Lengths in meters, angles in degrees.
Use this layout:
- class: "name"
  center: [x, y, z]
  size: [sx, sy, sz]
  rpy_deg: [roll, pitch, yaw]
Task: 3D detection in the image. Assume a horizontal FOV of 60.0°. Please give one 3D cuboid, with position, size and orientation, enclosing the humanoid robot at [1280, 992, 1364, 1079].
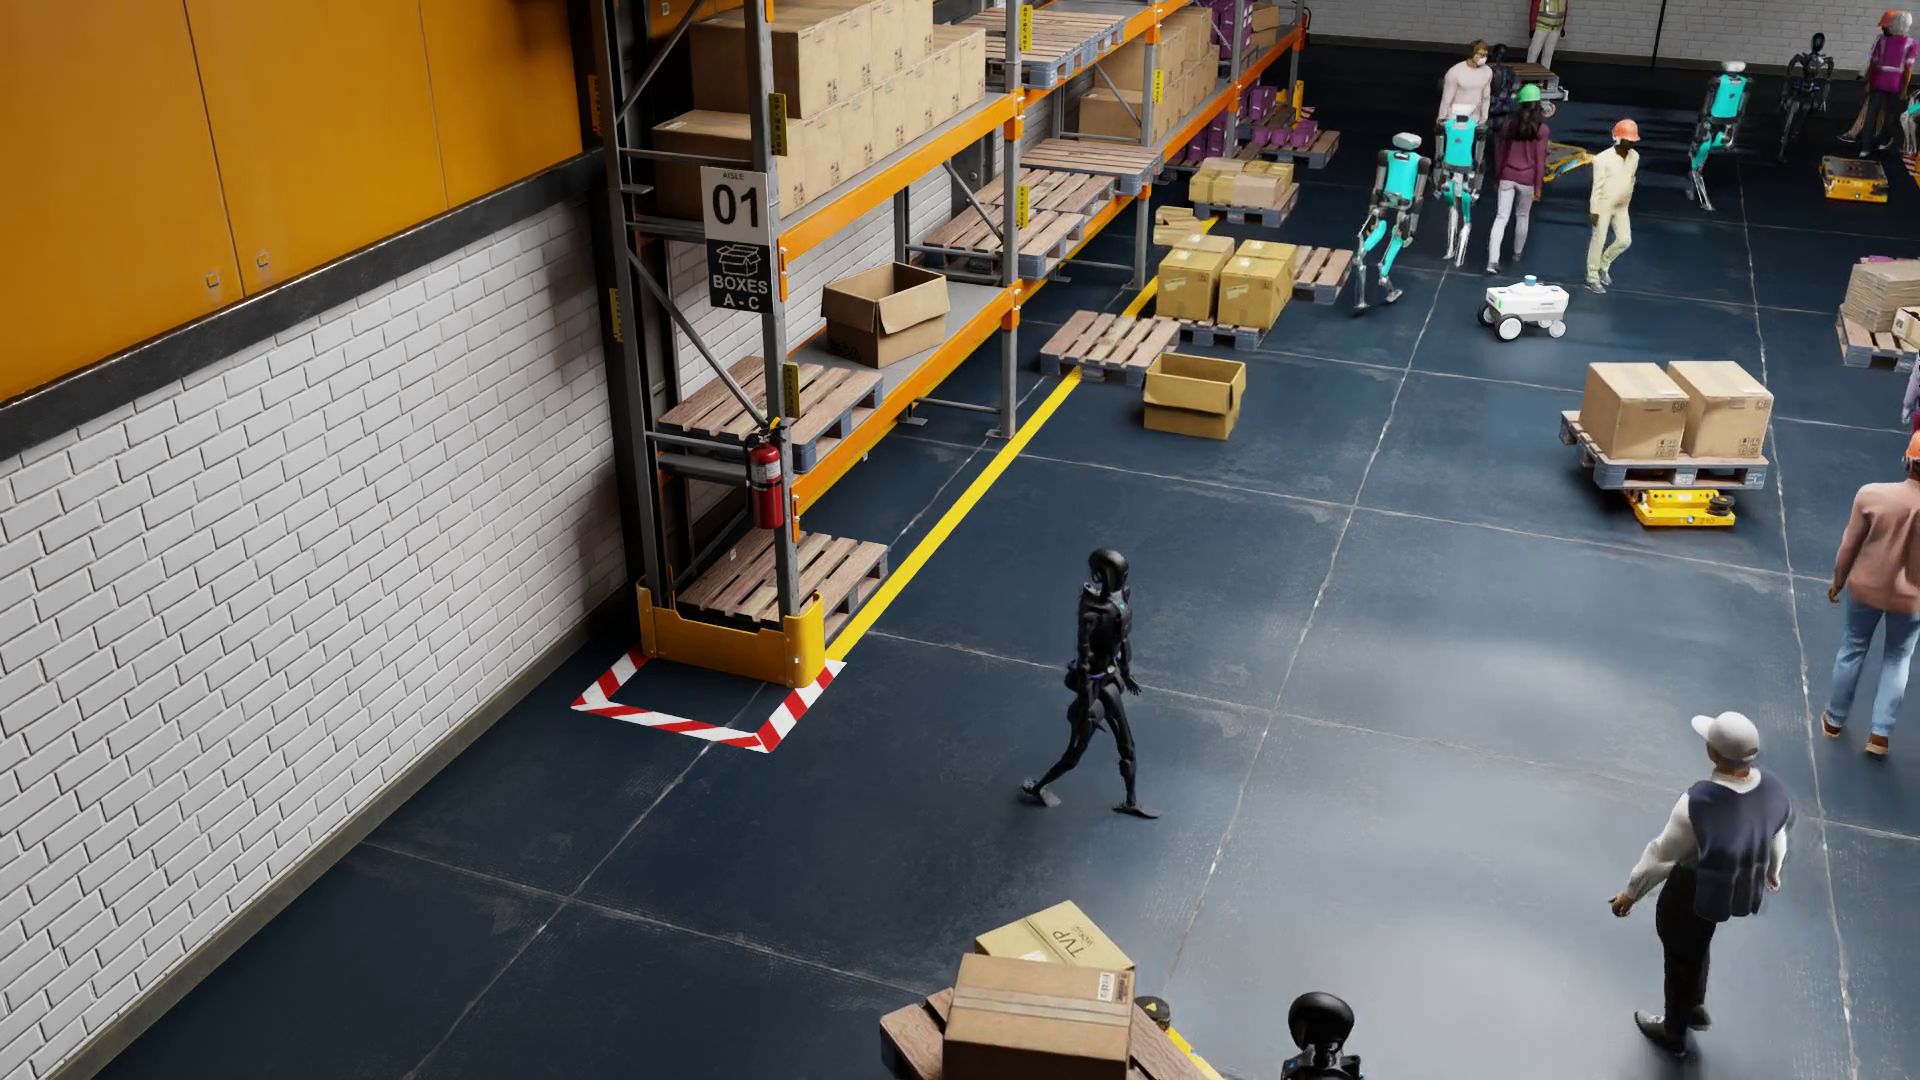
- class: "humanoid robot"
  center: [1.244, 2.253, 5.838]
  size: [0.314, 1.645, 0.615]
  rpy_deg: [6, 28, 11]

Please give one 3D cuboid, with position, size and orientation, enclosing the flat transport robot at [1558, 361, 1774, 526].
- class: "flat transport robot"
  center: [5.311, -0.498, 12.717]
  size: [0.659, 0.231, 1.431]
  rpy_deg: [0, 27, 0]

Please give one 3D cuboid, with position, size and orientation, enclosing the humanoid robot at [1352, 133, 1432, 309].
- class: "humanoid robot"
  center: [4.054, -2.965, 15.945]
  size: [0.538, 1.749, 1.032]
  rpy_deg: [20, 33, 34]

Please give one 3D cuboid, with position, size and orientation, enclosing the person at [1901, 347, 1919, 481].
- class: "person"
  center: [7.156, -0.932, 12.112]
  size: [0.535, 1.619, 0.625]
  rpy_deg: [13, 30, 23]

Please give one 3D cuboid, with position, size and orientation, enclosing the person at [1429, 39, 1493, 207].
- class: "person"
  center: [5.909, -4.961, 19.618]
  size: [0.642, 1.894, 0.967]
  rpy_deg: [-10, 29, -18]

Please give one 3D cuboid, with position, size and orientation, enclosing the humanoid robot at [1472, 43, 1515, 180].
- class: "humanoid robot"
  center: [6.524, -5.198, 20.330]
  size: [0.602, 1.661, 0.442]
  rpy_deg: [-11, 29, -20]

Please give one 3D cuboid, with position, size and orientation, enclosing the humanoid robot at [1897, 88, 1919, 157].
- class: "humanoid robot"
  center: [12.549, -5.865, 21.536]
  size: [0.811, 1.785, 0.565]
  rpy_deg: [16, 31, 27]

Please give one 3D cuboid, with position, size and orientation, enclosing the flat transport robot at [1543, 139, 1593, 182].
- class: "flat transport robot"
  center: [7.414, -4.801, 21.063]
  size: [0.659, 0.231, 1.431]
  rpy_deg: [22, 35, 36]

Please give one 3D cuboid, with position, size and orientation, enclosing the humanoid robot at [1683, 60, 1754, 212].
- class: "humanoid robot"
  center: [8.733, -4.760, 19.453]
  size: [0.530, 1.778, 0.952]
  rpy_deg: [-2, 27, -4]

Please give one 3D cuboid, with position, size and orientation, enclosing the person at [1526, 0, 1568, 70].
- class: "person"
  center: [8.804, -7.666, 24.913]
  size: [0.621, 1.837, 0.430]
  rpy_deg: [-8, 28, -14]

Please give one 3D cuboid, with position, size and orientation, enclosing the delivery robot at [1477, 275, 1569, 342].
- class: "delivery robot"
  center: [5.328, -2.198, 15.697]
  size: [0.782, 0.589, 0.499]
  rpy_deg: [-3, 27, -5]

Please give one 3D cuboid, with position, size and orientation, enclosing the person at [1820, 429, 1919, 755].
- class: "person"
  center: [5.223, 0.284, 9.331]
  size: [0.621, 1.987, 0.409]
  rpy_deg: [14, 31, 26]

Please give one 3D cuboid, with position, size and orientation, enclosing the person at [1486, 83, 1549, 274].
- class: "person"
  center: [5.787, -3.740, 17.235]
  size: [0.534, 1.887, 1.027]
  rpy_deg: [12, 30, 23]

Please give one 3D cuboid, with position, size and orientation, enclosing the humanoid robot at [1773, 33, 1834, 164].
- class: "humanoid robot"
  center: [10.694, -5.585, 21.082]
  size: [0.609, 1.634, 0.689]
  rpy_deg: [6, 28, 12]

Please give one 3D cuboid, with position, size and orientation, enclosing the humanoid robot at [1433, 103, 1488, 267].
- class: "humanoid robot"
  center: [5.253, -3.712, 17.402]
  size: [0.533, 1.809, 0.818]
  rpy_deg: [17, 32, 29]

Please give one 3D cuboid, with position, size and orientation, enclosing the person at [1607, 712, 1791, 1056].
- class: "person"
  center: [3.235, 1.504, 7.216]
  size: [0.793, 1.744, 0.472]
  rpy_deg: [-11, 29, -21]

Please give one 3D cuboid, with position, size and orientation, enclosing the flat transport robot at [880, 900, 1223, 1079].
- class: "flat transport robot"
  center: [0.434, 2.432, 7.034]
  size: [1.431, 0.231, 0.659]
  rpy_deg: [-15, 31, -27]

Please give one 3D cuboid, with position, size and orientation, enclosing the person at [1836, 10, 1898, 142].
- class: "person"
  center: [12.160, -6.151, 22.098]
  size: [0.759, 1.714, 0.574]
  rpy_deg: [0, 27, 0]

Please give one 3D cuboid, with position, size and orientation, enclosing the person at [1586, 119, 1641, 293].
- class: "person"
  center: [6.506, -3.324, 16.587]
  size: [0.569, 1.738, 0.383]
  rpy_deg: [-10, 29, -18]

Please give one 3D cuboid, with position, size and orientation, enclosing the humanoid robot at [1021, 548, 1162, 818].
- class: "humanoid robot"
  center: [0.712, 0.762, 8.788]
  size: [0.756, 1.633, 0.607]
  rpy_deg: [14, 30, 25]

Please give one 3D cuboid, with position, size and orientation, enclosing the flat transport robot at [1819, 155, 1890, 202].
- class: "flat transport robot"
  center: [10.903, -4.411, 20.306]
  size: [0.659, 0.231, 1.431]
  rpy_deg: [10, 29, 19]

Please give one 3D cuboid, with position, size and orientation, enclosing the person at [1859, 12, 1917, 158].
- class: "person"
  center: [12.008, -5.904, 21.515]
  size: [0.531, 1.808, 0.902]
  rpy_deg: [18, 32, 31]
